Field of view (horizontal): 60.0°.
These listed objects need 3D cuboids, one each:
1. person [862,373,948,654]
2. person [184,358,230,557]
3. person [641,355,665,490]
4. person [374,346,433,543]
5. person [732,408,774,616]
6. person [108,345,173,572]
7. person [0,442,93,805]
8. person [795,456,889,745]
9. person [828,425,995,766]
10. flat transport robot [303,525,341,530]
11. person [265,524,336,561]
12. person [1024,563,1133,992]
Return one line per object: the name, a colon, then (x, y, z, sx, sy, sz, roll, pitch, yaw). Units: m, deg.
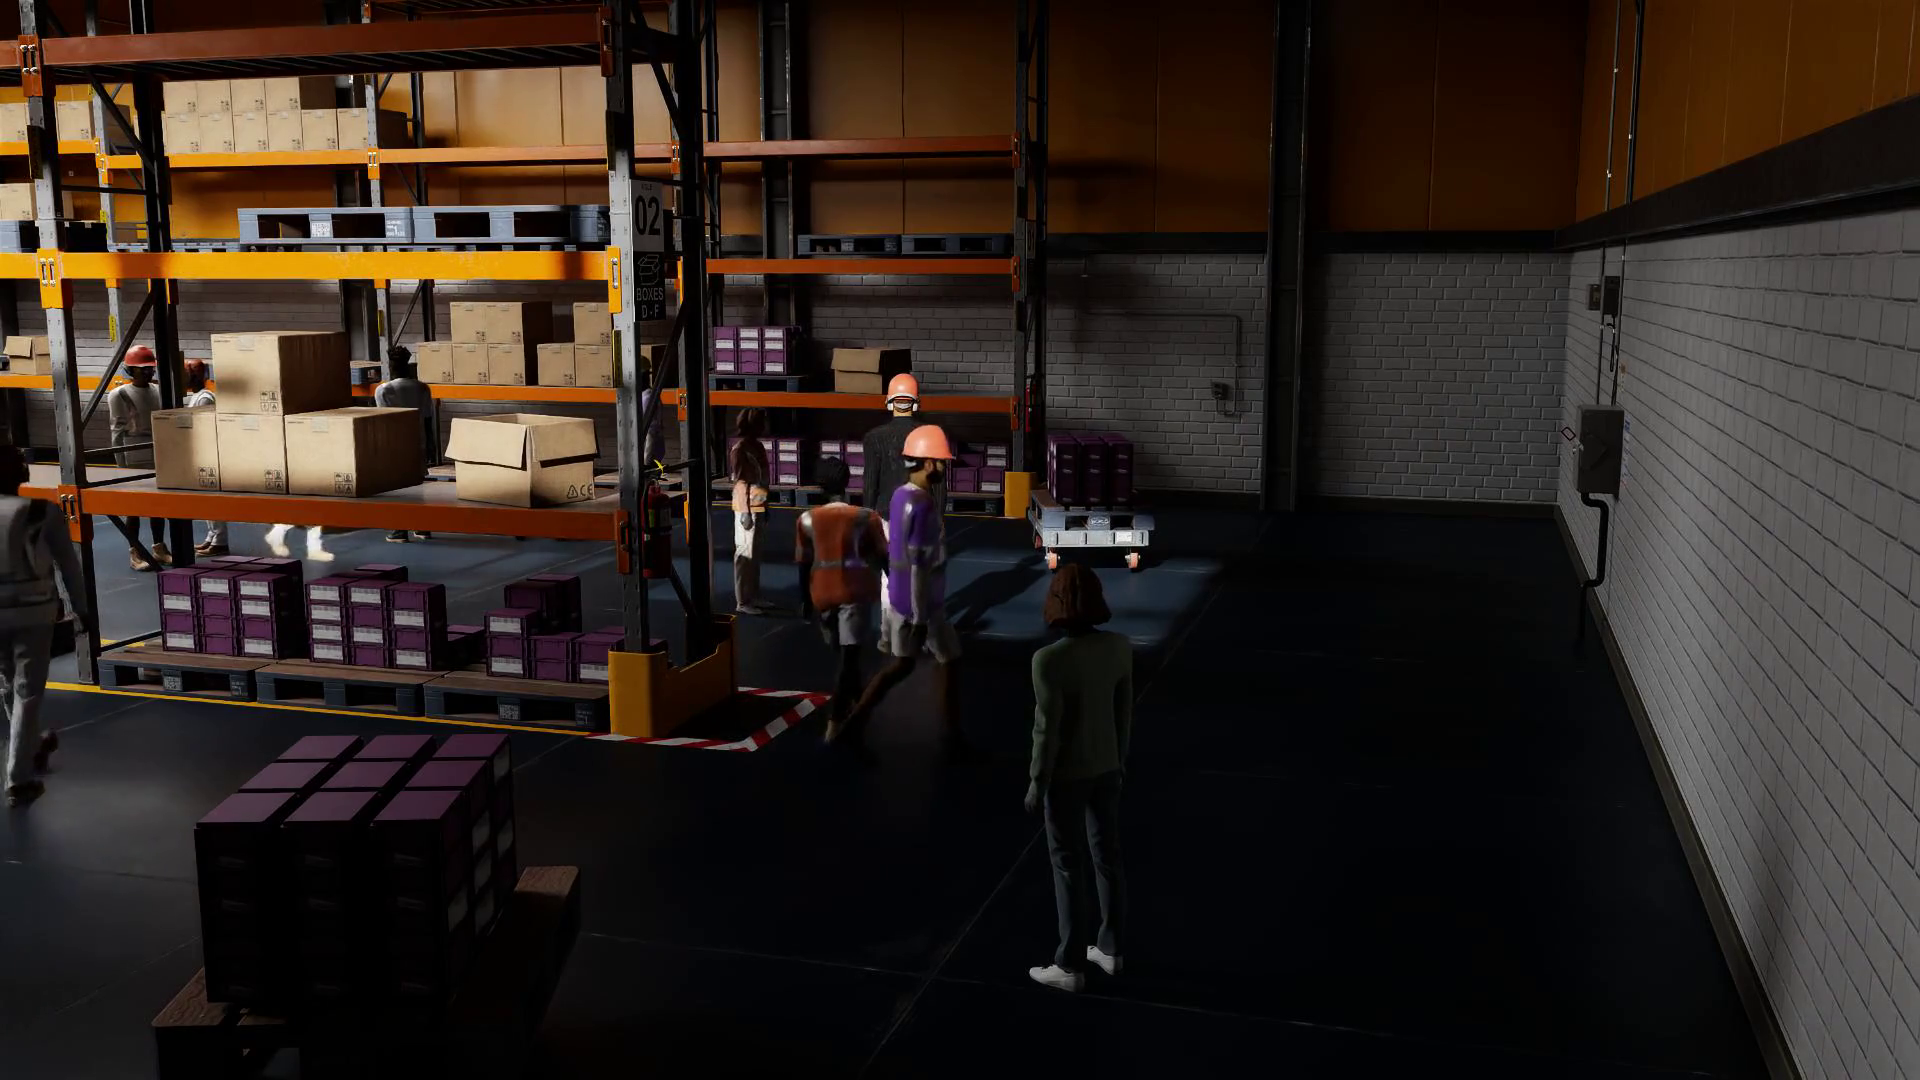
person: (-0.391, -0.182, 11.807, 0.611, 1.996, 0.378, -2, 9, -10)
person: (-7.169, -0.780, 15.789, 0.349, 1.885, 0.577, -5, 11, -29)
person: (-3.001, -0.809, 15.860, 0.373, 1.920, 0.585, -2, 10, -14)
person: (-5.554, -0.956, 16.618, 0.361, 1.963, 0.613, 8, 12, 39)
person: (-1.655, -0.231, 13.201, 0.311, 1.635, 0.530, 2, 9, 10)
person: (-7.358, -0.742, 15.079, 0.380, 2.041, 0.616, 4, 10, 26)
person: (-4.915, 0.398, 8.761, 0.579, 1.837, 0.941, -1, 9, -6)
person: (-0.666, 0.340, 9.668, 0.589, 1.649, 0.880, 3, 10, 19)
person: (-0.278, 0.319, 9.058, 0.887, 1.906, 0.548, -3, 10, -18)
flat transport robot: (-6.921, -0.300, 17.772, 1.431, 0.197, 0.652, 7, 12, 38)
person: (-6.092, -0.690, 15.488, 0.585, 1.817, 0.649, 3, 10, 16)
person: (0.449, 0.896, 6.341, 0.507, 1.631, 0.278, -8, 12, -40)
